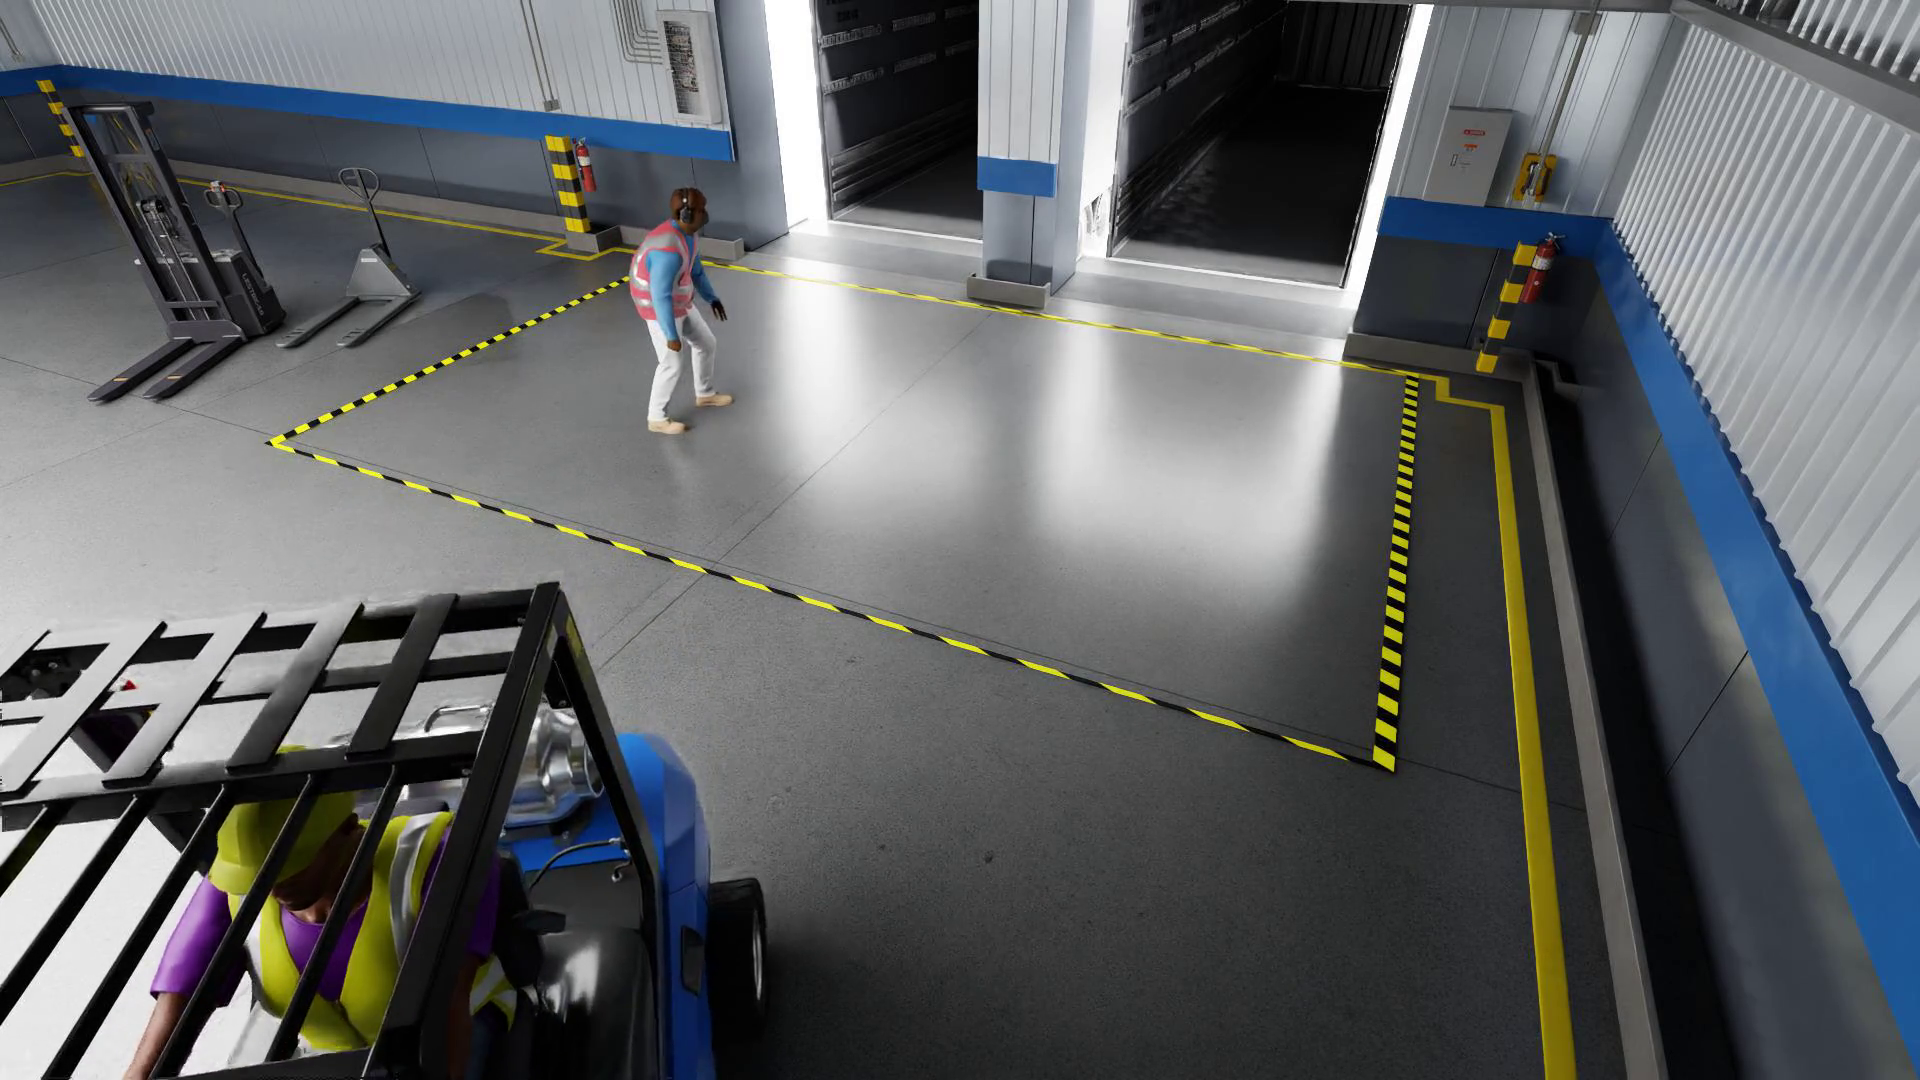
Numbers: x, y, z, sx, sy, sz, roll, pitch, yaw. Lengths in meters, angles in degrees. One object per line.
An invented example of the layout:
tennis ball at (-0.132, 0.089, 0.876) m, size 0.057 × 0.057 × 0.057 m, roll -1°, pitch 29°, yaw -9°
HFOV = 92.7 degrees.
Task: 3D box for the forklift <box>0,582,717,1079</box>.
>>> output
forklift at (-1.230, 1.258, 1.909) m, size 1.157 × 2.036 × 2.680 m, roll -5°, pitch 35°, yaw -7°

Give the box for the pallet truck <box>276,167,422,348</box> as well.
pallet truck at (-5.732, -2.611, 8.414) m, size 0.680 × 1.201 × 1.601 m, roll -1°, pitch 35°, yaw -1°

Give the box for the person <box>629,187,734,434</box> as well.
person at (-2.046, -1.669, 6.672) m, size 0.615 × 1.704 × 0.809 m, roll 0°, pitch 35°, yaw 0°

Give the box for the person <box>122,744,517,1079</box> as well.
person at (-1.228, 1.139, 1.753) m, size 0.635 × 1.294 × 1.004 m, roll -5°, pitch 35°, yaw -7°

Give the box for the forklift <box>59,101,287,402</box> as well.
forklift at (-6.686, -2.387, 7.434) m, size 0.823 × 1.965 × 1.885 m, roll -3°, pitch 35°, yaw -5°
